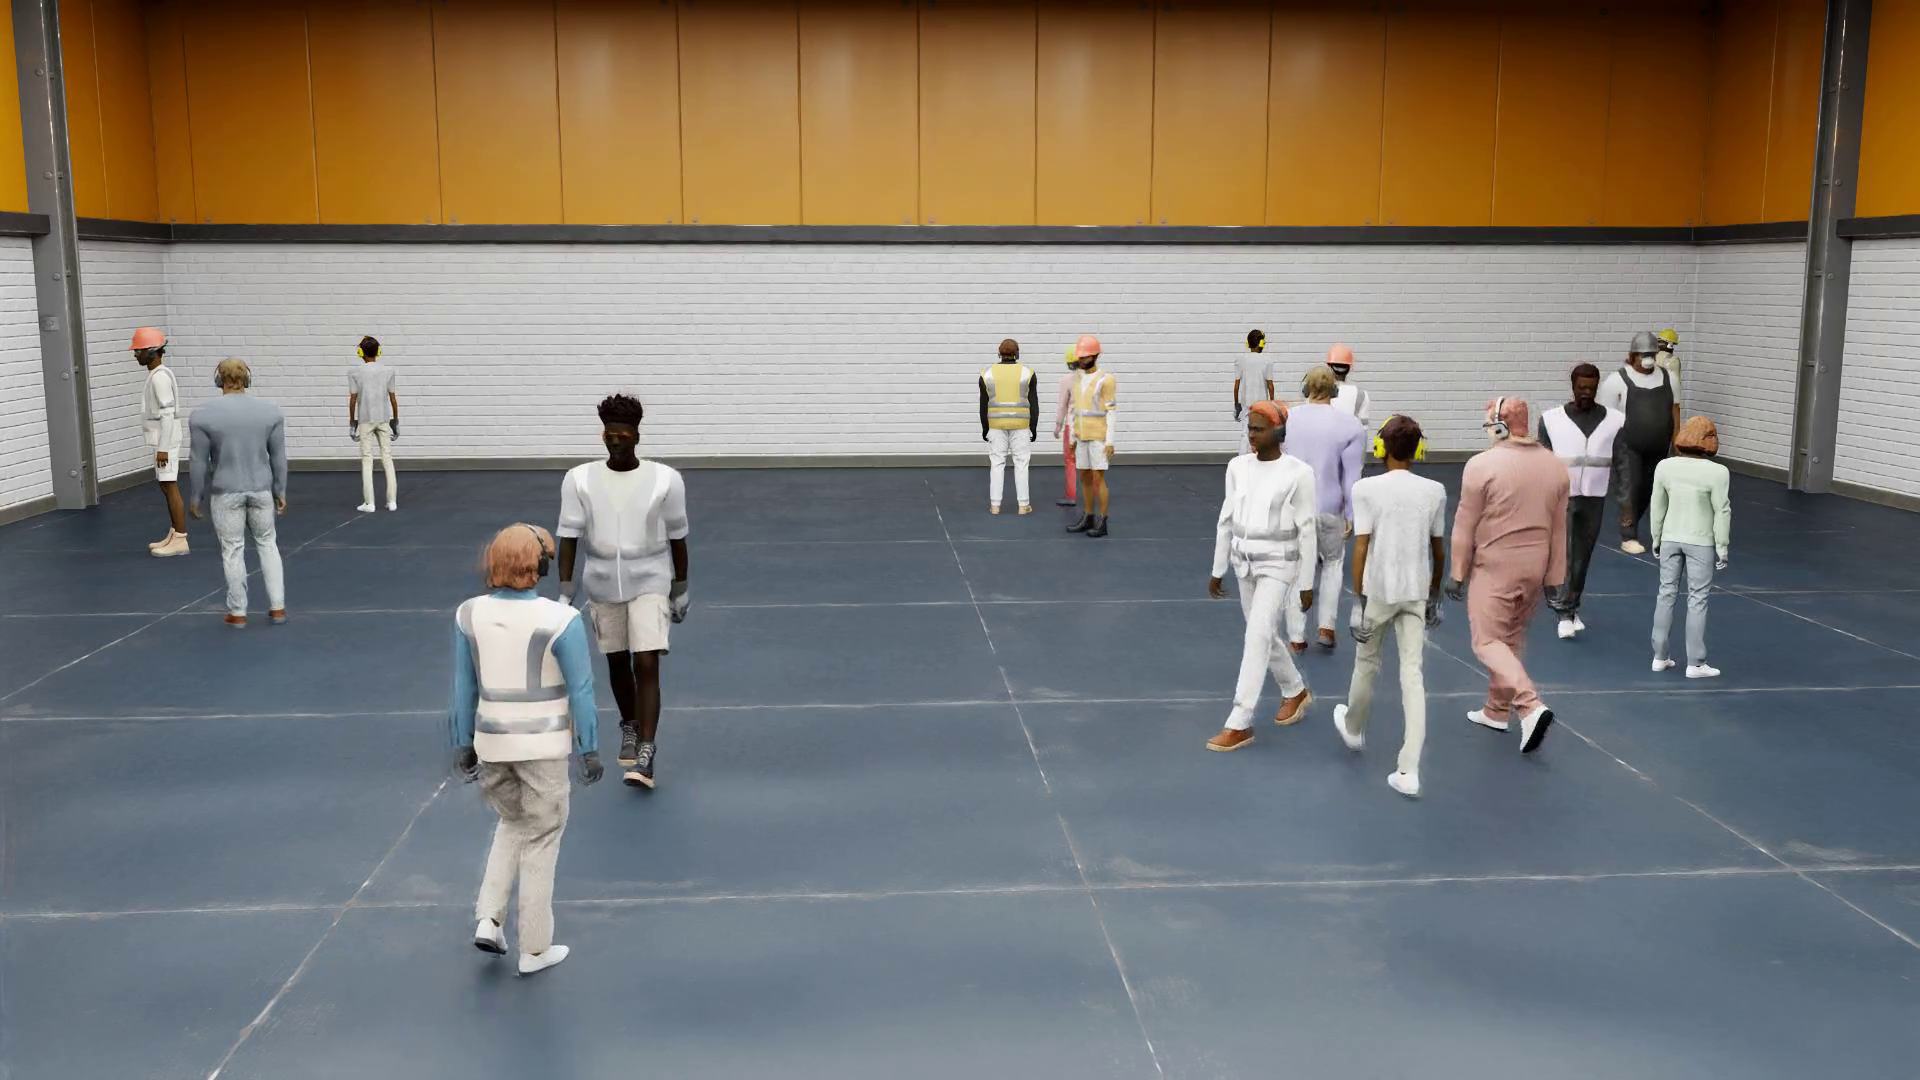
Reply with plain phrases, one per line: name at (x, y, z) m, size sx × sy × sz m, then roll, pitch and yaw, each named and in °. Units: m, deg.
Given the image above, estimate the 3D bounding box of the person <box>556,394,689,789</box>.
person at (-1.665, 0.245, 8.184) m, size 0.622 × 1.916 × 0.974 m, roll 0°, pitch 9°, yaw 0°

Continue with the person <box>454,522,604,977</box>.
person at (-1.539, 0.749, 5.939) m, size 0.525 × 1.624 × 0.366 m, roll 3°, pitch 10°, yaw 21°

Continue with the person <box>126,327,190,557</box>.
person at (-7.147, -0.870, 14.823) m, size 0.395 × 2.038 × 0.615 m, roll -5°, pitch 10°, yaw -27°

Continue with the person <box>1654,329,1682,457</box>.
person at (8.875, -1.746, 21.001) m, size 0.403 × 1.825 × 0.586 m, roll -4°, pitch 10°, yaw -23°

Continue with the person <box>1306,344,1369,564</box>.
person at (3.194, -0.706, 14.168) m, size 0.561 × 1.918 × 0.466 m, roll -1°, pitch 9°, yaw -4°

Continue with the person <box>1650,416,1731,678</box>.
person at (4.557, 0.039, 10.389) m, size 0.269 × 1.631 × 0.509 m, roll -6°, pitch 11°, yaw -35°

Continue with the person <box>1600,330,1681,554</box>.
person at (6.177, -0.926, 15.172) m, size 0.683 × 2.000 × 0.774 m, roll 0°, pitch 9°, yaw -3°

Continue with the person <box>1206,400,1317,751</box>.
person at (1.669, 0.160, 8.986) m, size 0.939 × 1.851 × 0.579 m, roll -7°, pitch 11°, yaw -36°

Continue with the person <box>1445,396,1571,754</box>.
person at (2.944, 0.172, 8.824) m, size 0.637 × 1.872 × 0.801 m, roll -4°, pitch 10°, yaw -22°

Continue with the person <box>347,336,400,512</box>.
person at (-6.205, -1.229, 17.643) m, size 0.509 × 1.864 × 0.331 m, roll -6°, pitch 11°, yaw -32°

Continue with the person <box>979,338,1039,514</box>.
person at (0.514, -1.184, 17.419) m, size 0.627 × 1.844 × 0.429 m, roll 1°, pitch 9°, yaw 6°

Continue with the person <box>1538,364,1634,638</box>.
person at (4.325, -0.262, 11.480) m, size 0.617 × 1.883 × 0.880 m, roll 1°, pitch 9°, yaw 4°

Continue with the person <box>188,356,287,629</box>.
person at (-5.097, -0.329, 11.765) m, size 0.644 × 1.939 × 0.406 m, roll -7°, pitch 12°, yaw -39°

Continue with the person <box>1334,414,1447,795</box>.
person at (2.152, 0.287, 8.290) m, size 0.532 × 1.799 × 1.040 m, roll 0°, pitch 9°, yaw -2°

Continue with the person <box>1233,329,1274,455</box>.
person at (3.490, -1.560, 19.708) m, size 0.520 × 1.865 × 0.327 m, roll 5°, pitch 10°, yaw 26°

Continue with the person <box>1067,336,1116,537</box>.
person at (1.231, -0.987, 15.947) m, size 0.450 × 1.923 × 0.587 m, roll -8°, pitch 12°, yaw -40°

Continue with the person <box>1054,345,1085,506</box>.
person at (1.305, -1.222, 17.983) m, size 0.578 × 1.741 × 0.338 m, roll -3°, pitch 10°, yaw -20°

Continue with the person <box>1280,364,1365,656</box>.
person at (2.345, -0.201, 11.021) m, size 0.642 × 1.919 × 0.625 m, roll 3°, pitch 10°, yaw 19°
